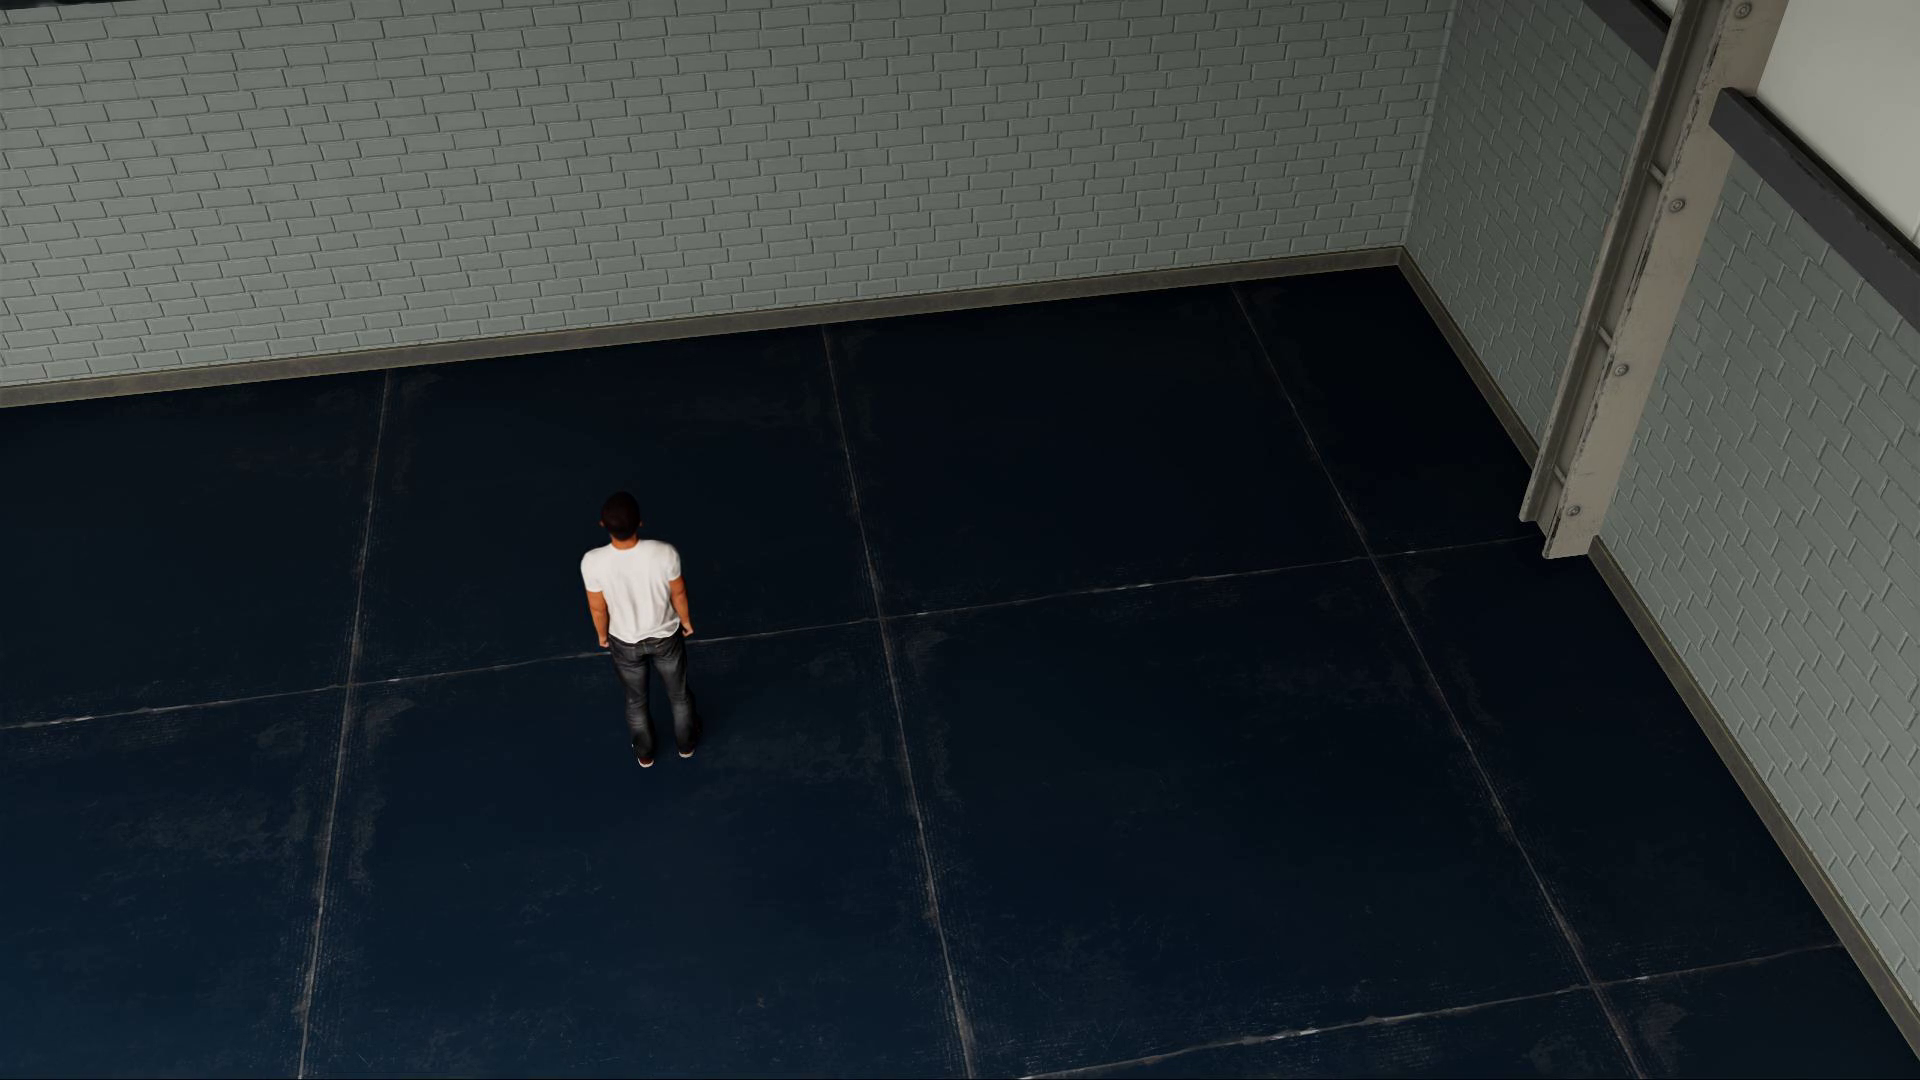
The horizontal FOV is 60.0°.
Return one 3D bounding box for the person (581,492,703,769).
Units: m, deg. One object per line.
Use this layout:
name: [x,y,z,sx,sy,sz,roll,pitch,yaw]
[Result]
person: [-1.587,0.460,8.351,0.640,1.804,0.537,-9,44,-10]
